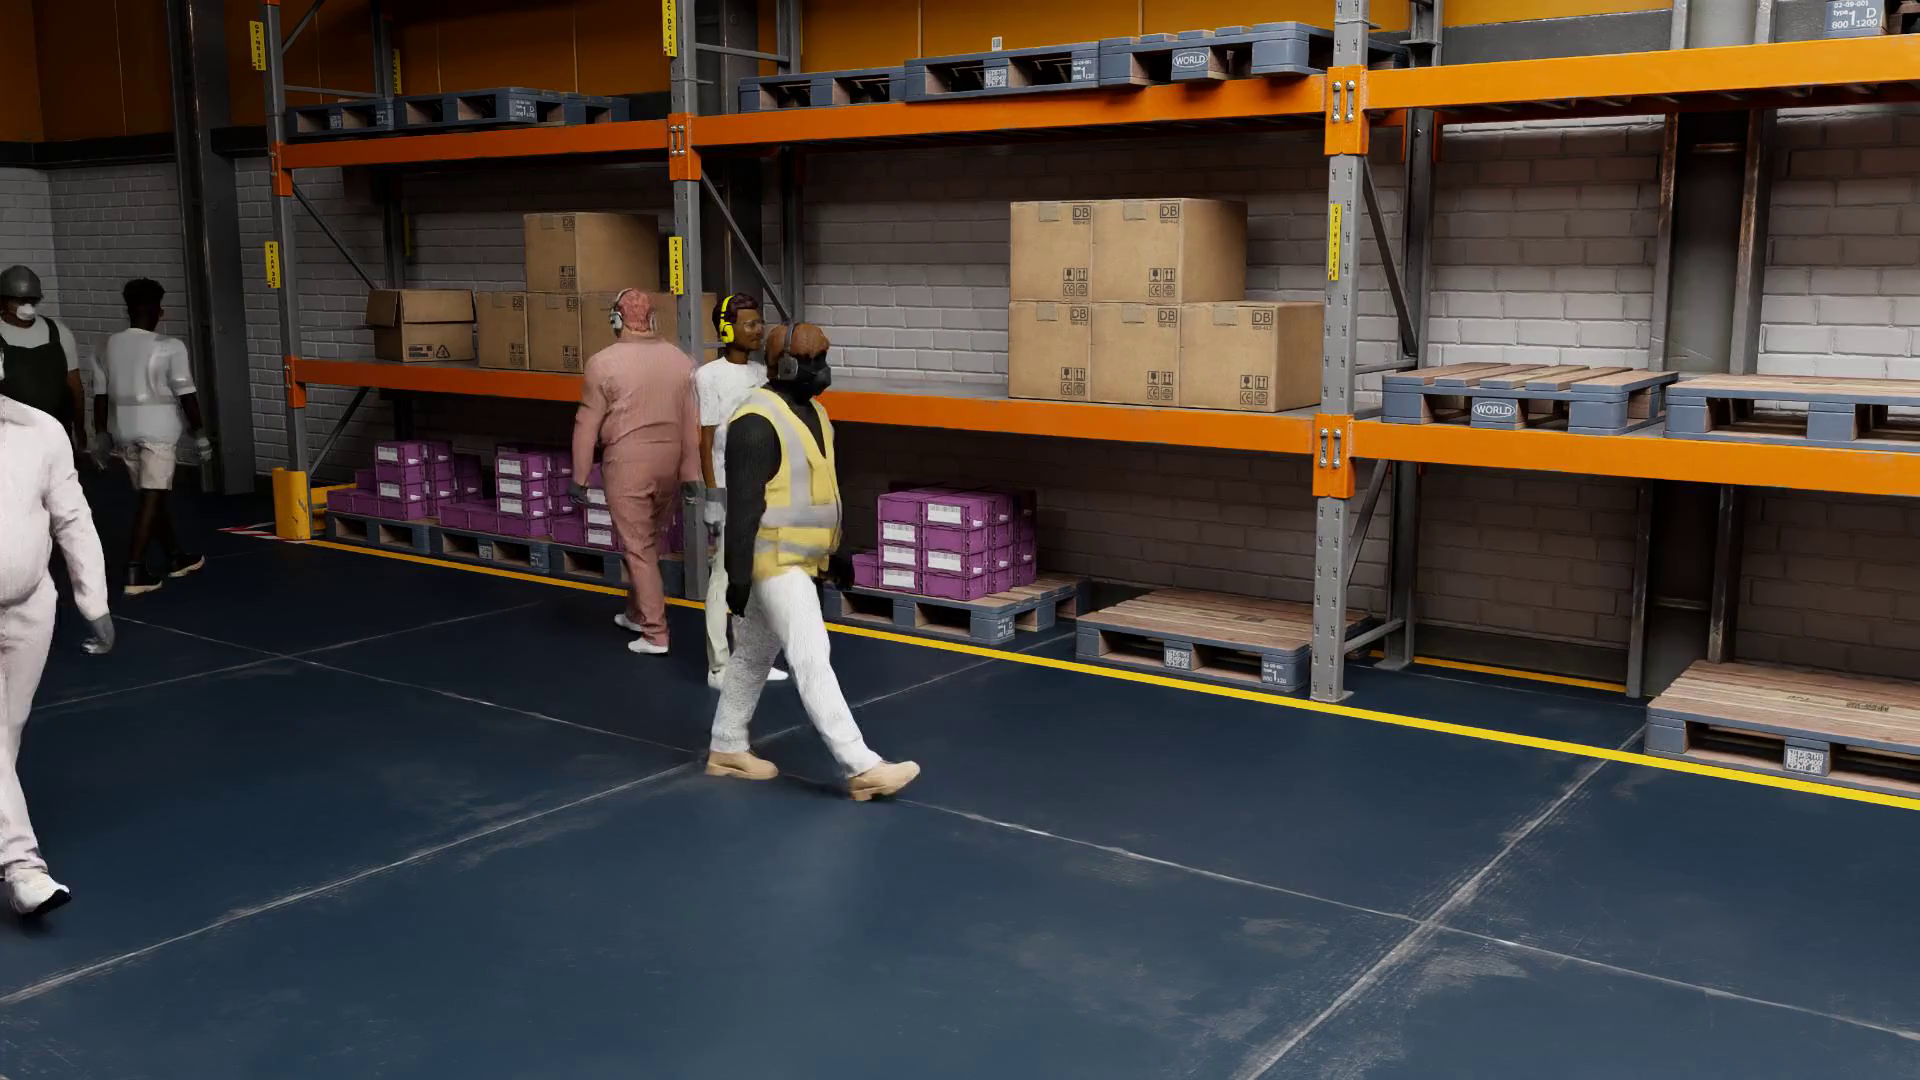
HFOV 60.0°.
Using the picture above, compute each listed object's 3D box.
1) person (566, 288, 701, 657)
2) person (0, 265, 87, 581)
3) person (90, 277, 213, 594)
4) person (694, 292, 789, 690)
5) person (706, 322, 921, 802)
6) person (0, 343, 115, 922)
[{"bbox_3d":[-1.754,-0.357,8.670,0.846,1.878,0.648,8,13,41],"label":"person"},{"bbox_3d":[-6.005,-0.776,10.658,0.836,2.000,0.691,8,13,40],"label":"person"},{"bbox_3d":[-5.015,-0.662,10.352,0.621,1.927,0.883,2,10,12],"label":"person"},{"bbox_3d":[-1.031,-0.221,7.851,0.327,1.876,0.516,5,11,27],"label":"person"},{"bbox_3d":[-0.589,0.080,6.306,0.959,1.787,0.649,2,10,14],"label":"person"},{"bbox_3d":[-2.995,0.232,5.183,0.976,1.852,0.676,7,12,36],"label":"person"}]
